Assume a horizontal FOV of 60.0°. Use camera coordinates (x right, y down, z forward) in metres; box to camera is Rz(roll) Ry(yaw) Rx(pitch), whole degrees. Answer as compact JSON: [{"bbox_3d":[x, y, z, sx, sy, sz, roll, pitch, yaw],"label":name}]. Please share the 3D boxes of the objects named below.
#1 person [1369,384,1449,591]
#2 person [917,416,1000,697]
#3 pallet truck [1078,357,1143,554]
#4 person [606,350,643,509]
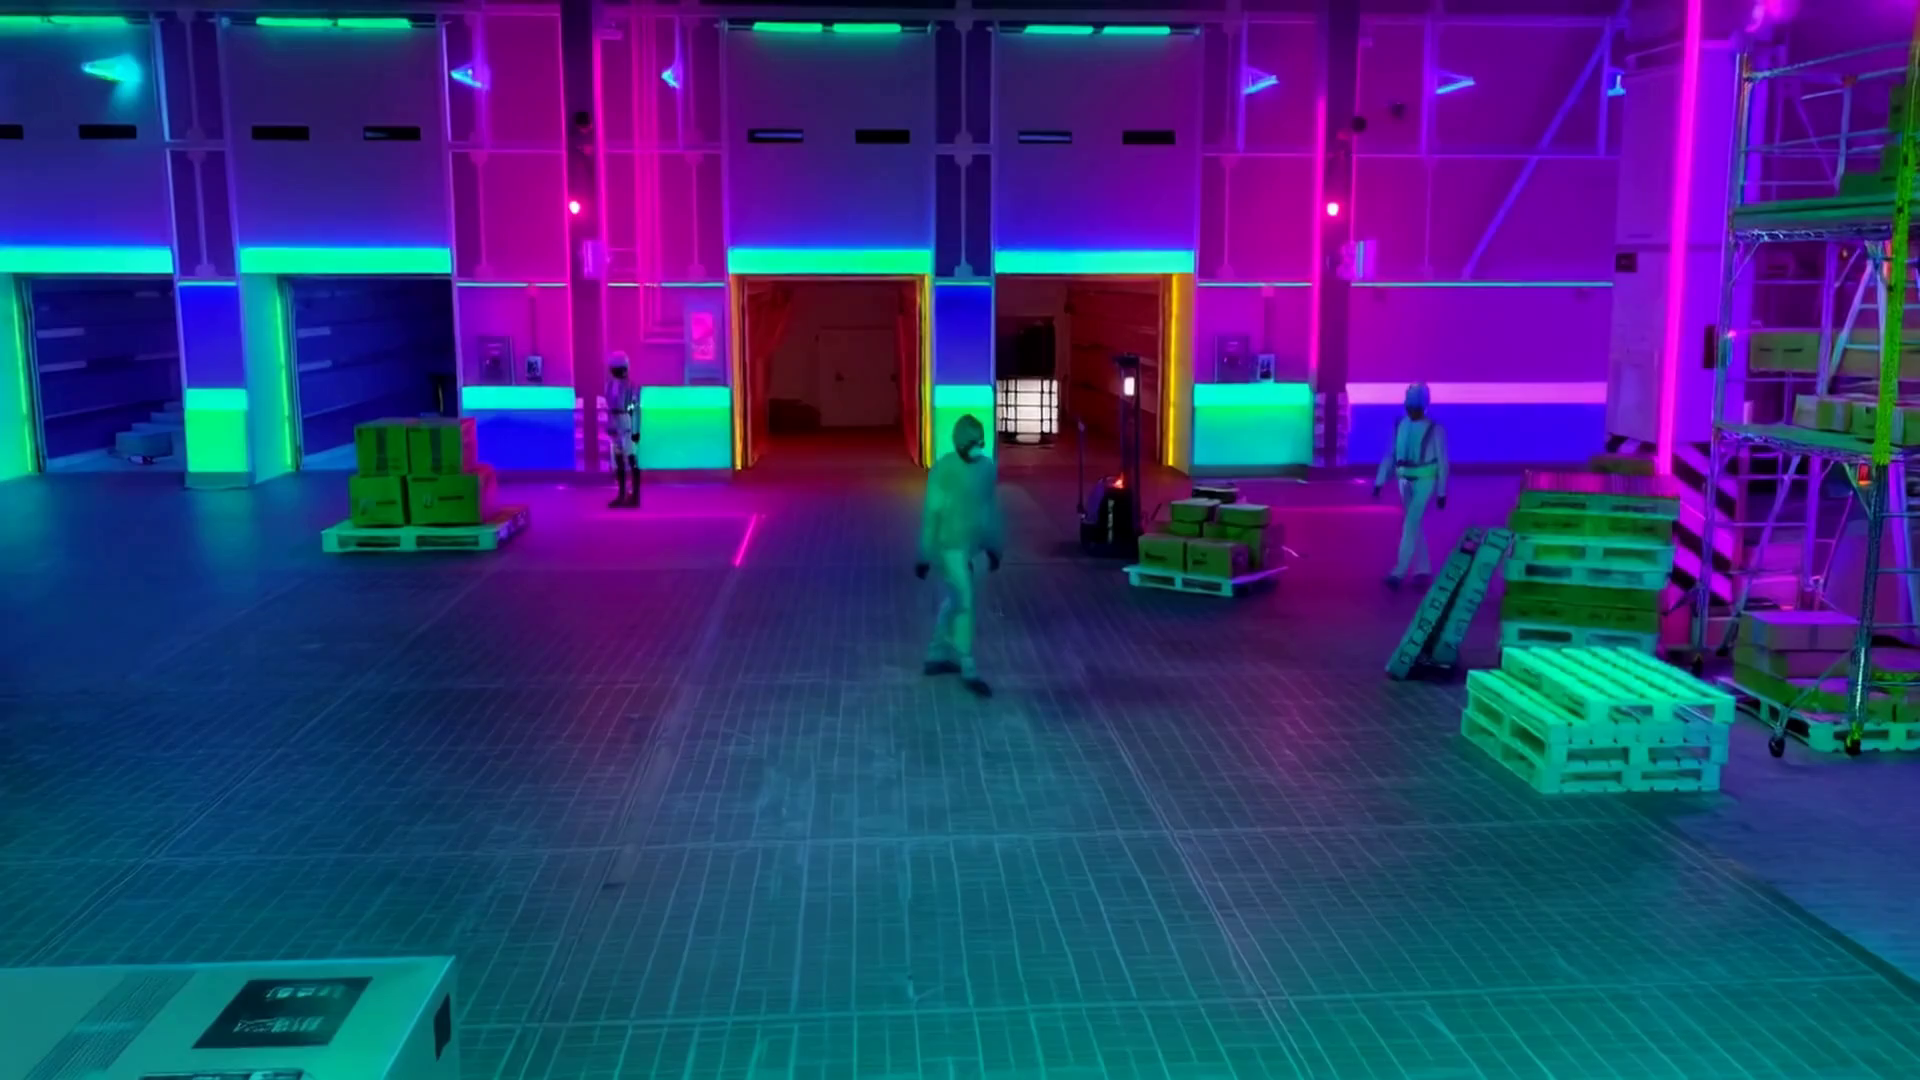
[{"bbox_3d":[3.982,-0.460,14.865,0.940,1.840,0.591,-6,11,-32],"label":"person"},{"bbox_3d":[-0.023,0.084,11.363,0.733,1.896,0.673,6,11,34],"label":"person"},{"bbox_3d":[2.088,-0.836,16.757,1.885,1.965,0.823,2,9,13],"label":"pallet truck"},{"bbox_3d":[-4.086,-1.339,20.145,0.543,1.929,0.387,6,11,33],"label":"person"}]
